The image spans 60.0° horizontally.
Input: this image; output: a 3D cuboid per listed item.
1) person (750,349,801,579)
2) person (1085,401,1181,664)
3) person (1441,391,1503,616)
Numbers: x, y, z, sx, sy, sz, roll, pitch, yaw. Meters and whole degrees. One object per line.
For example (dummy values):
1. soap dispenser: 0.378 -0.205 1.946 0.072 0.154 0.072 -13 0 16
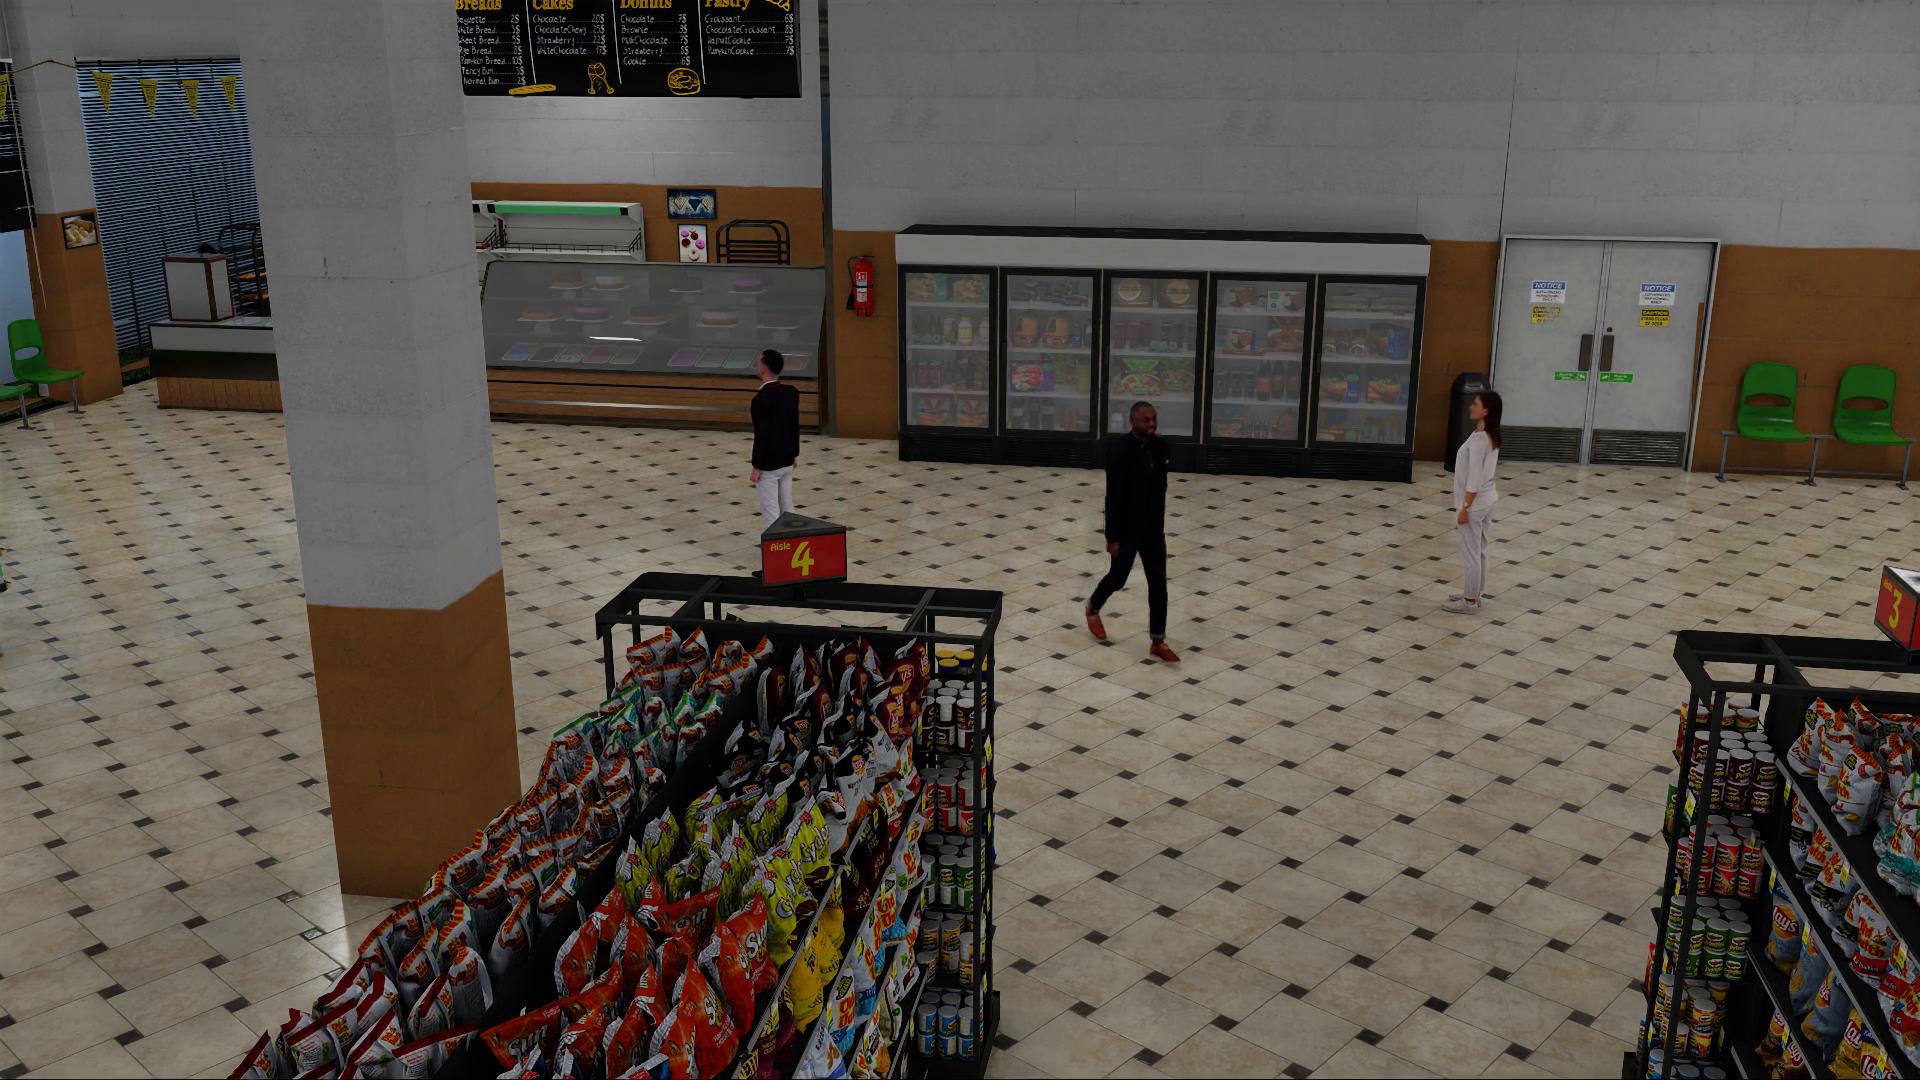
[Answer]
1. person: -1.459 -0.599 13.159 0.795 1.844 0.651 12 20 33
2. person: 1.171 -0.077 11.540 1.185 1.786 1.279 -10 19 -29
3. person: 3.851 -0.286 12.399 0.729 1.686 0.594 10 19 29
